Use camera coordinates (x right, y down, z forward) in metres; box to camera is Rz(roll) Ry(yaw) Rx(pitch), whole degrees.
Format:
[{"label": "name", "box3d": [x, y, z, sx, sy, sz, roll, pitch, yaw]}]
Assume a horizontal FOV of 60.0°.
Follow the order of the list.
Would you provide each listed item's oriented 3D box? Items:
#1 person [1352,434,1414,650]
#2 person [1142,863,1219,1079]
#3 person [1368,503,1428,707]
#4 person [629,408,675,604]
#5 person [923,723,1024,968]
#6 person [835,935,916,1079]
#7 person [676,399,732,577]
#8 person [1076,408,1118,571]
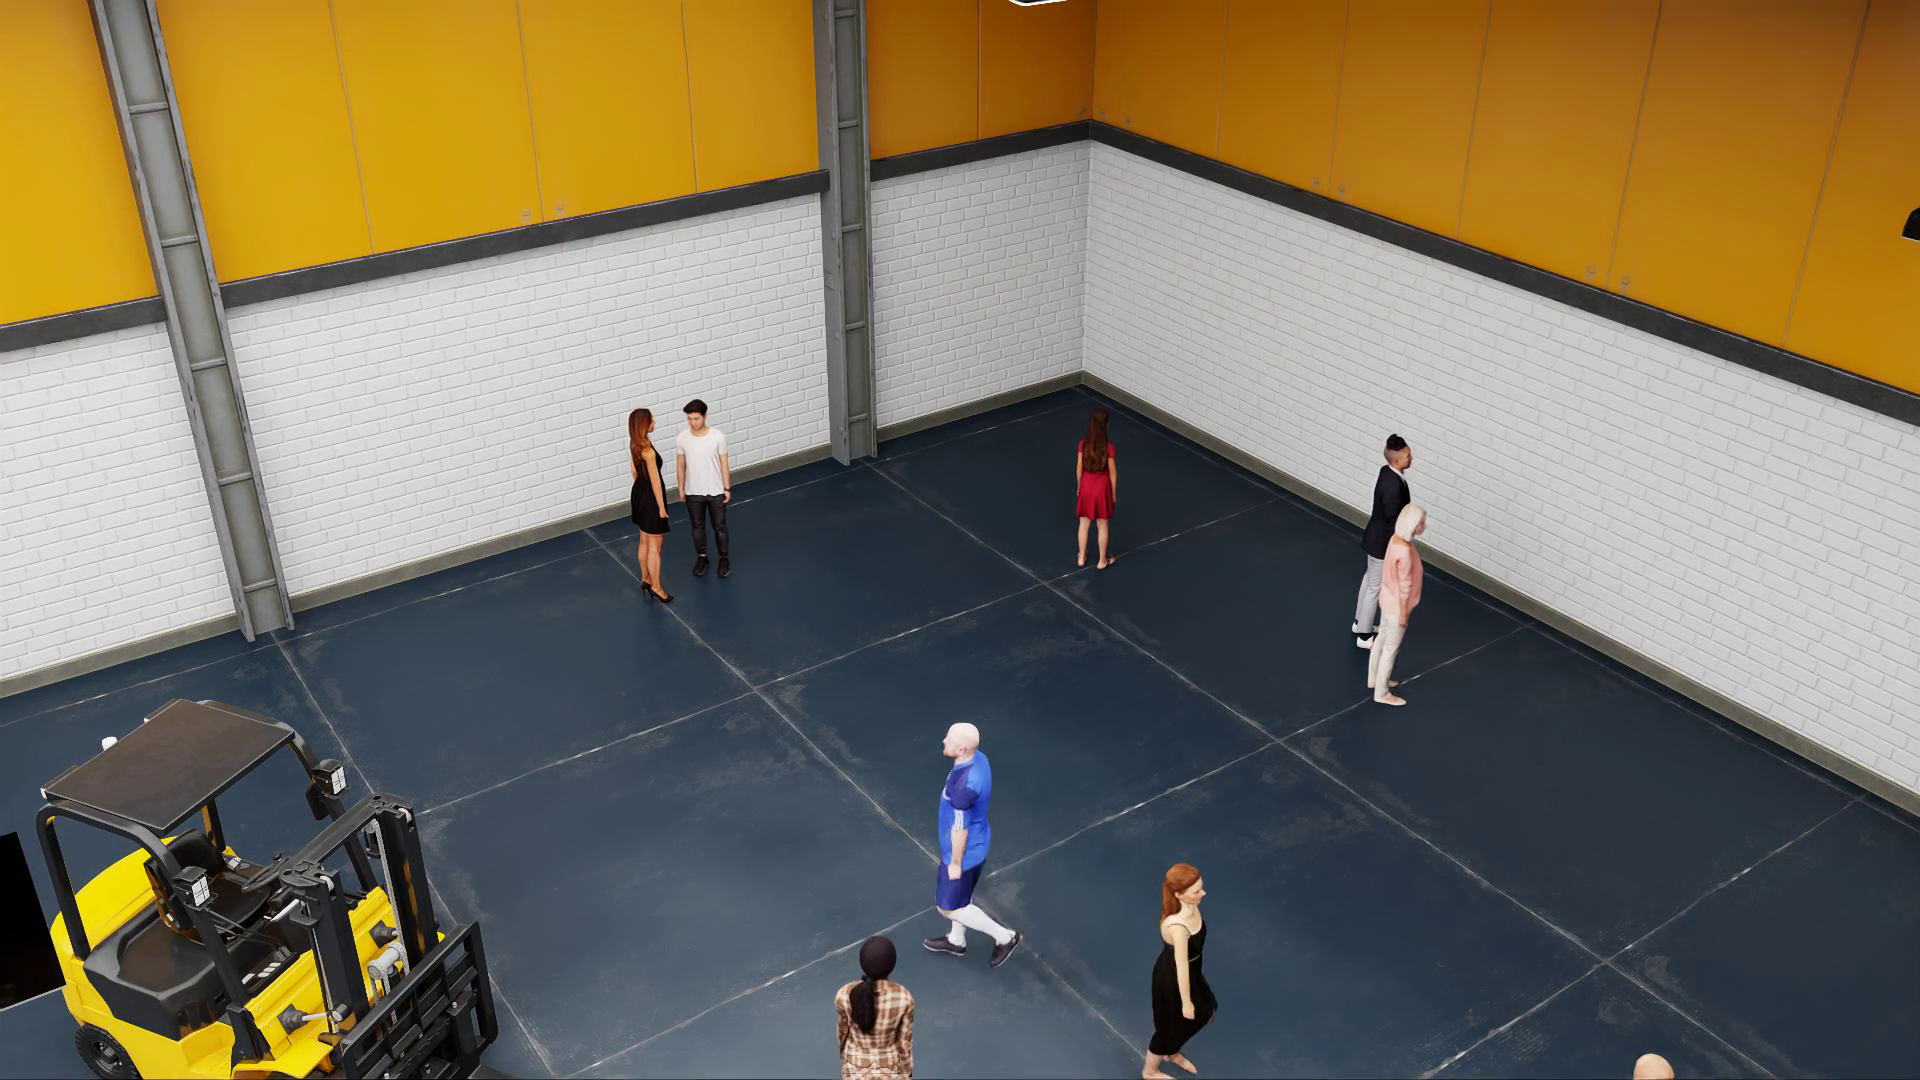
[{"label": "person", "box3d": [3.529, -0.015, 13.856, 0.834, 1.949, 0.786, 3, 29, 6]}, {"label": "person", "box3d": [1.167, 2.512, 9.581, 0.756, 1.607, 0.681, 13, 31, 22]}, {"label": "person", "box3d": [3.450, 0.488, 13.169, 0.708, 1.724, 0.676, 1, 29, 2]}, {"label": "person", "box3d": [-2.709, -0.302, 14.502, 0.509, 1.834, 0.568, -19, 34, -30]}, {"label": "person", "box3d": [0.095, 1.935, 10.406, 1.044, 1.830, 0.974, 3, 29, 6]}, {"label": "person", "box3d": [-0.464, 2.889, 8.737, 1.077, 1.754, 1.039, 0, 29, 0]}, {"label": "person", "box3d": [-2.287, -0.488, 14.968, 0.683, 1.716, 0.770, 2, 29, 3]}, {"label": "person", "box3d": [1.231, -0.466, 15.092, 0.670, 1.557, 0.731, 10, 30, 18]}]
